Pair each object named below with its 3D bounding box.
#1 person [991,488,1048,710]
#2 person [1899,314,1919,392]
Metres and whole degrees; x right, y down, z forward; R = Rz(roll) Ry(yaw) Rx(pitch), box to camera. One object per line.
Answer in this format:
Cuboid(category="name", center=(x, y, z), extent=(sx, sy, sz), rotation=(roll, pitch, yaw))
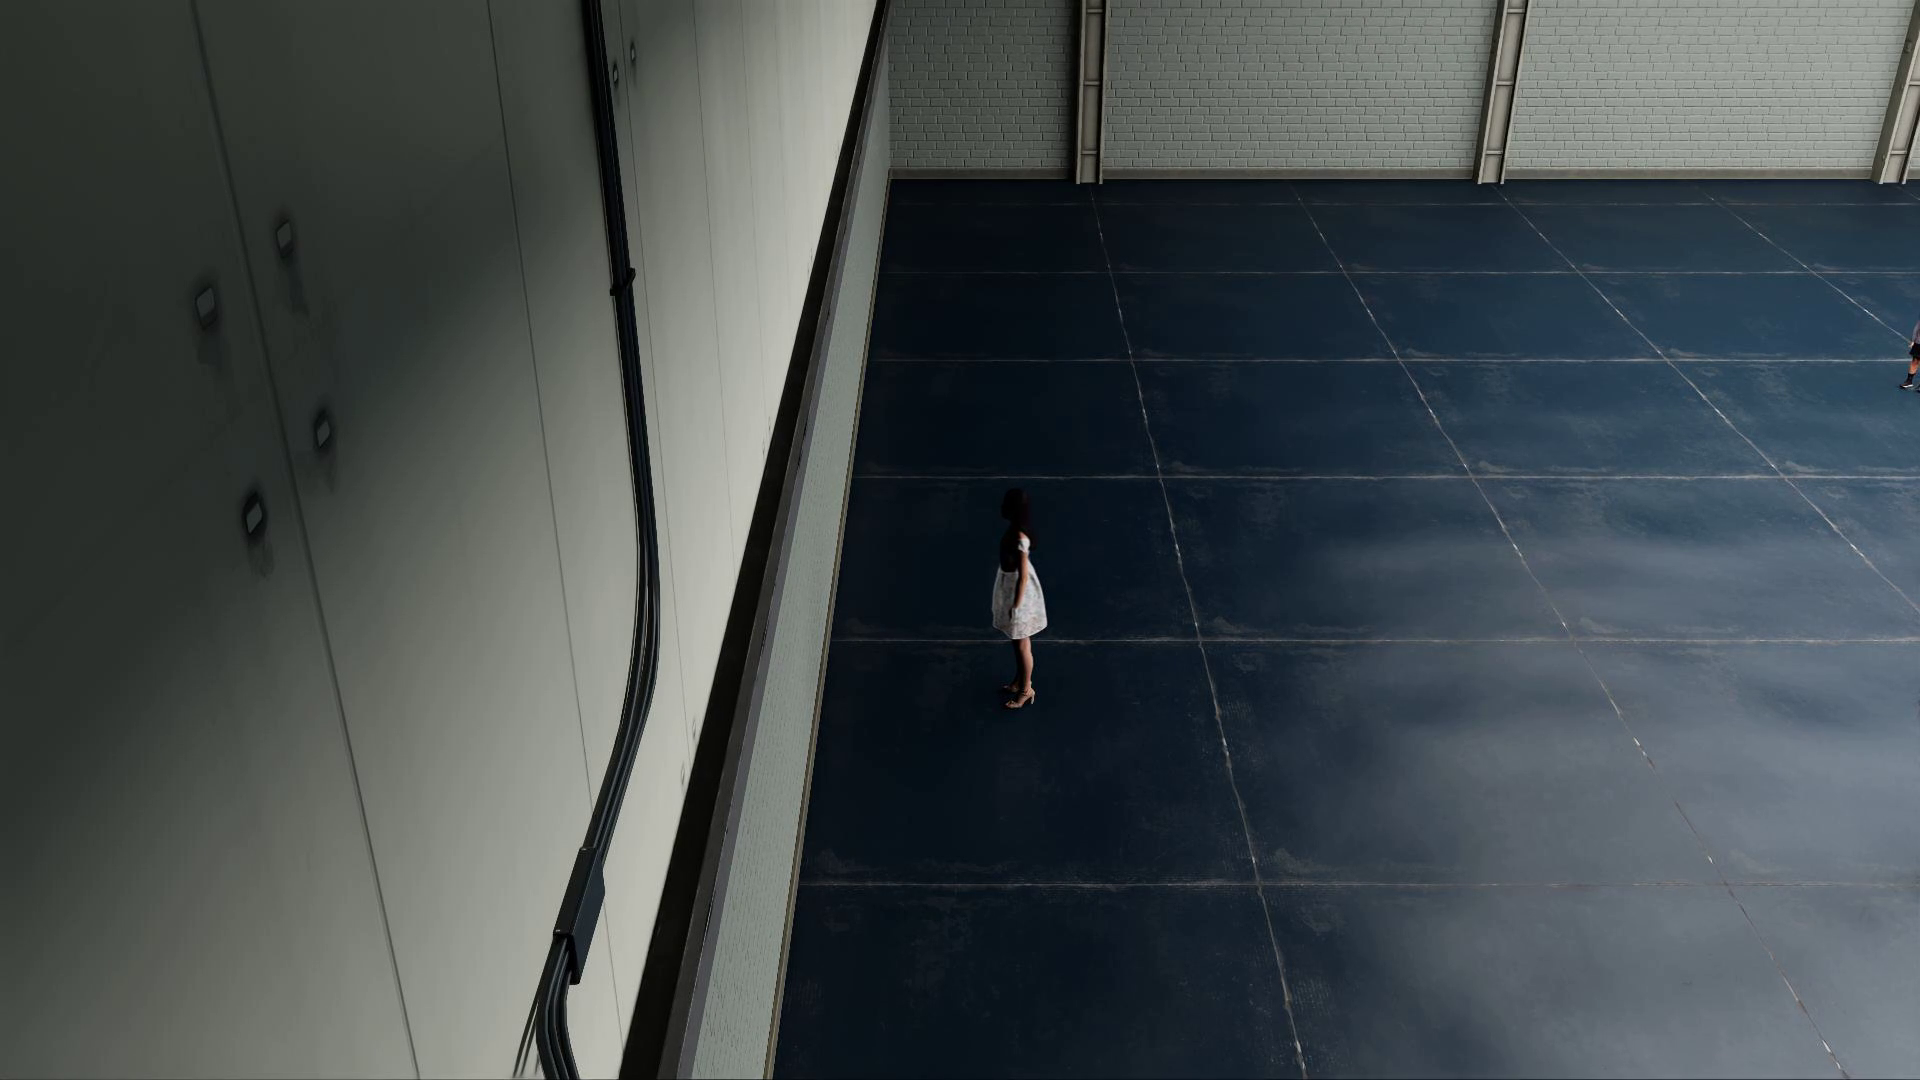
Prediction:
Cuboid(category="person", center=(0.416, 0.426, 12.159), extent=(0.610, 1.773, 0.630), rotation=(0, 28, 0))
Cuboid(category="person", center=(10.282, -2.119, 17.648), extent=(0.588, 1.105, 0.530), rotation=(-25, 37, -38))
